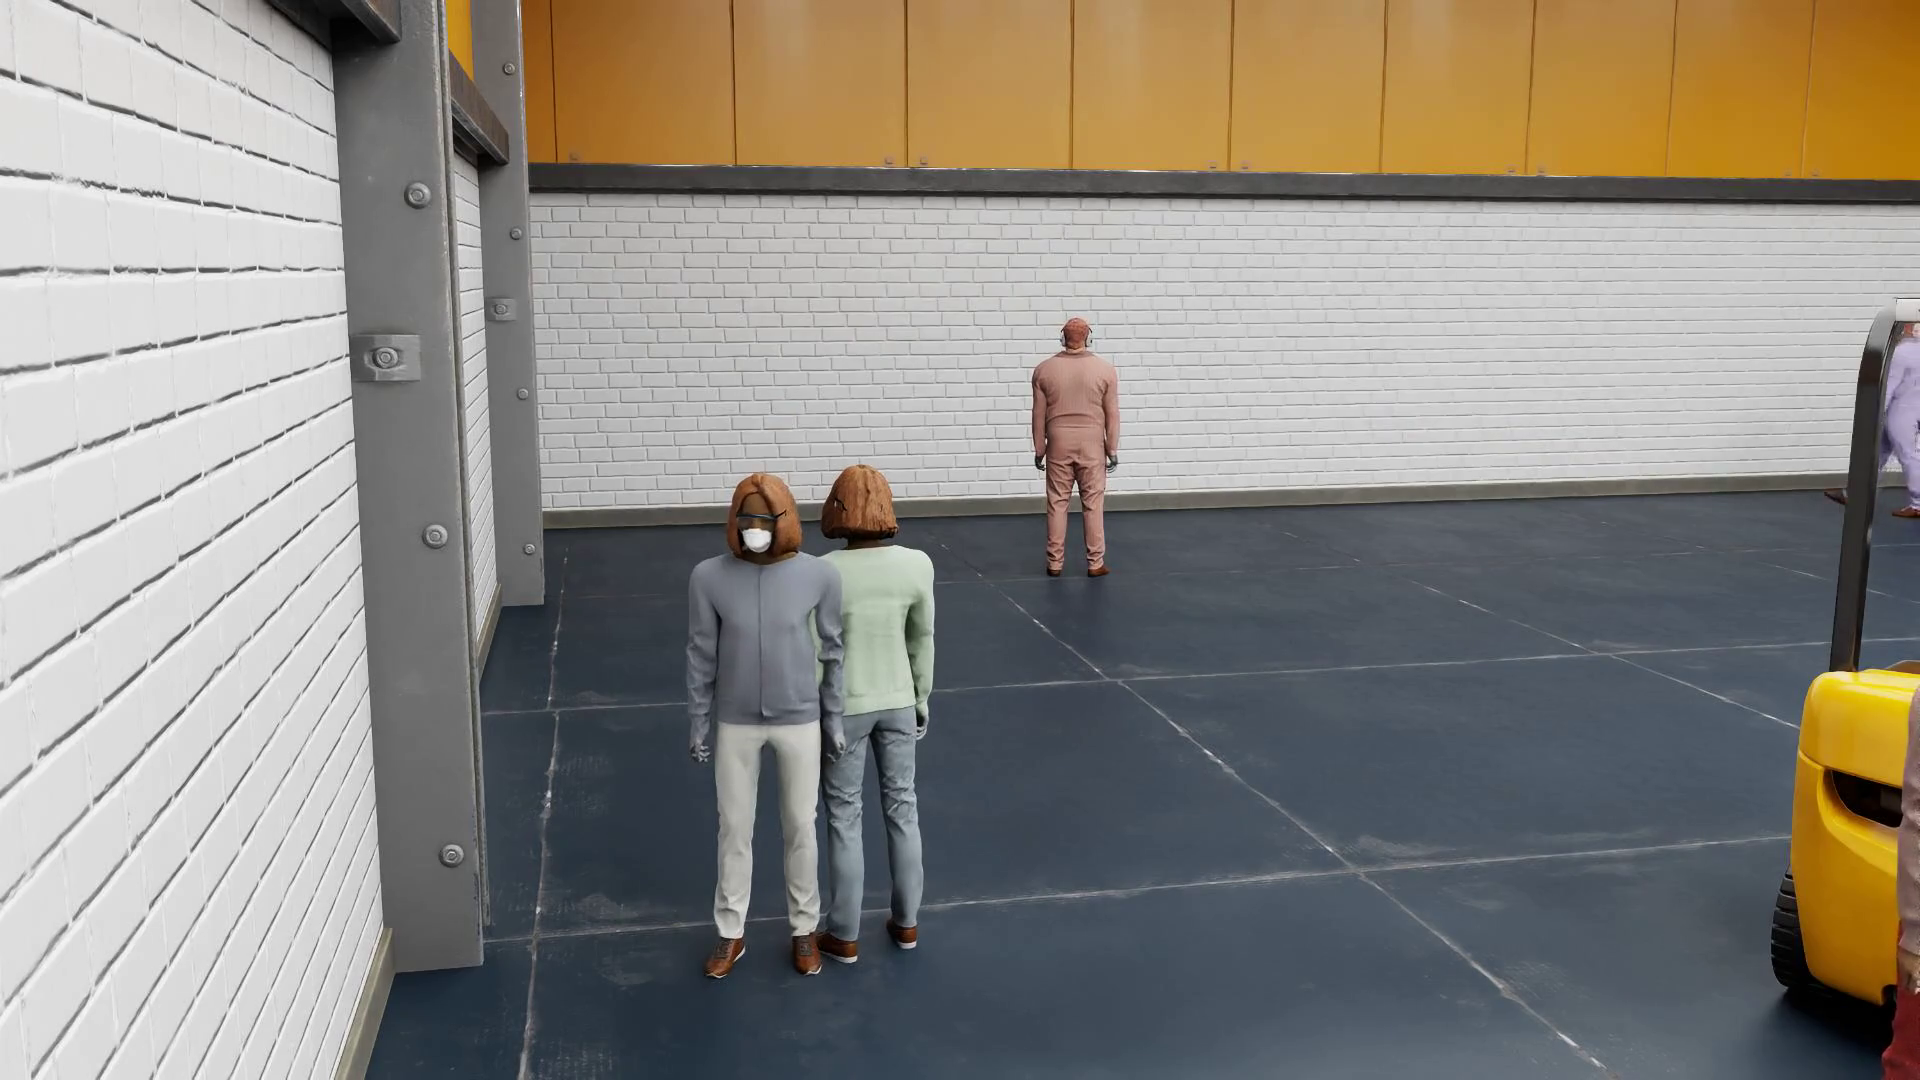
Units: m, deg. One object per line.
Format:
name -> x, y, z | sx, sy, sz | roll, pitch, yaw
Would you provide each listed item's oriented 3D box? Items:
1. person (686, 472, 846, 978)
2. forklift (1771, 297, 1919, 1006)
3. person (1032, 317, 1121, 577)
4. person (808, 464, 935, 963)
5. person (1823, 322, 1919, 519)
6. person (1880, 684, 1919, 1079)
person -> -0.614, 0.592, 5.306 | 0.507, 1.631, 0.271 | 0, 9, -2
forklift -> 3.542, 0.334, 5.177 | 2.313, 2.155, 1.214 | -9, 13, -43
person -> 0.853, -0.672, 12.184 | 0.649, 1.906, 0.409 | 2, 9, 10
person -> -0.317, 0.567, 5.459 | 0.501, 1.633, 0.279 | -5, 11, -28
person -> 8.449, -1.146, 15.190 | 0.965, 1.856, 0.678 | 8, 12, 41
person -> 2.228, 0.814, 3.552 | 0.526, 1.768, 0.331 | -3, 10, -16
